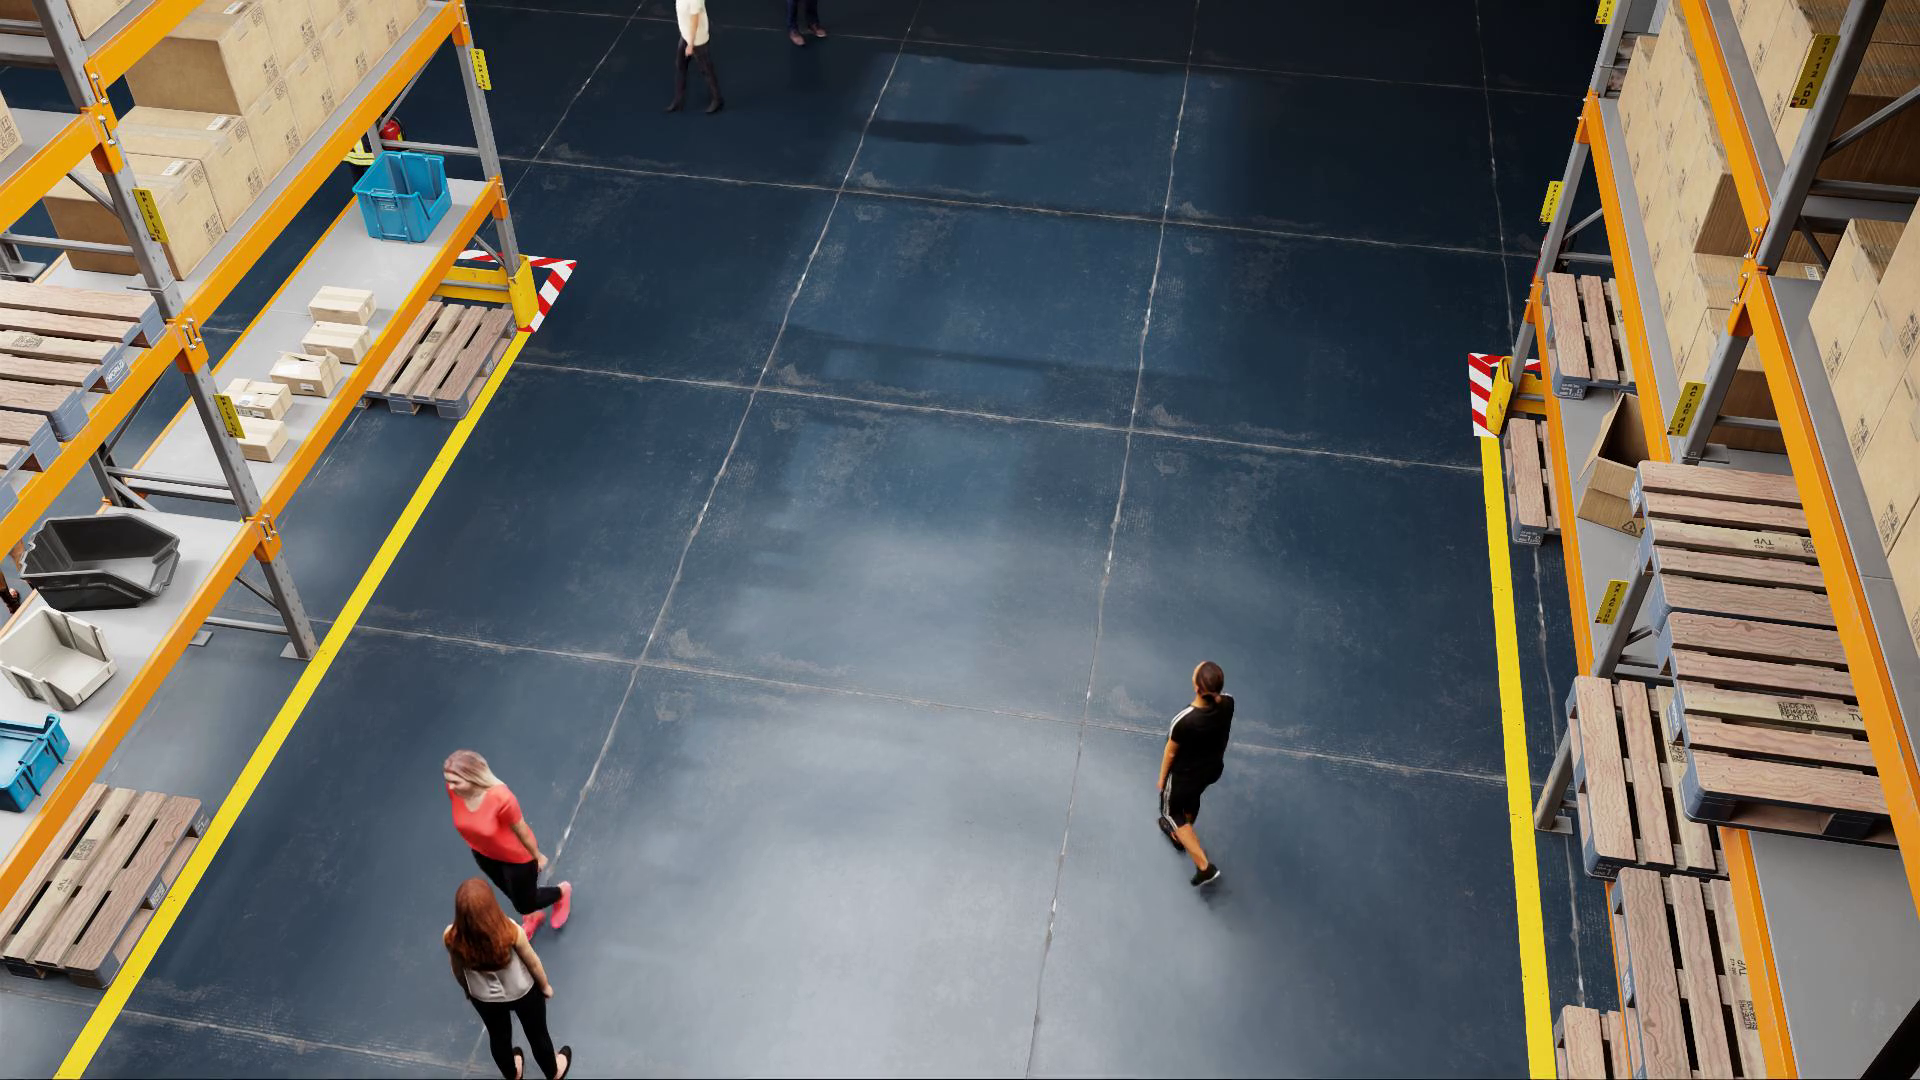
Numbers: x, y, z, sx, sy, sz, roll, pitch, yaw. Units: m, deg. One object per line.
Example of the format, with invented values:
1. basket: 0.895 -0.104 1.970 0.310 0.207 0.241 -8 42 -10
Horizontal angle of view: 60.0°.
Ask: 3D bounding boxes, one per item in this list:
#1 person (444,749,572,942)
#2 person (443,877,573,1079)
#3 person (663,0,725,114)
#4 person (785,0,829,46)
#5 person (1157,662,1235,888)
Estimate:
1. person: -2.439 1.641 9.092 0.705 1.674 0.773 15 46 15
2. person: -2.300 2.271 8.397 0.622 1.721 0.557 0 44 -1
3. person: -2.474 -4.818 15.948 0.918 1.569 0.882 -21 48 -21
4. person: -1.628 -6.006 17.001 0.844 1.837 0.898 -25 49 -24
5. person: 1.357 1.342 9.419 0.892 1.655 0.975 -22 48 -21
